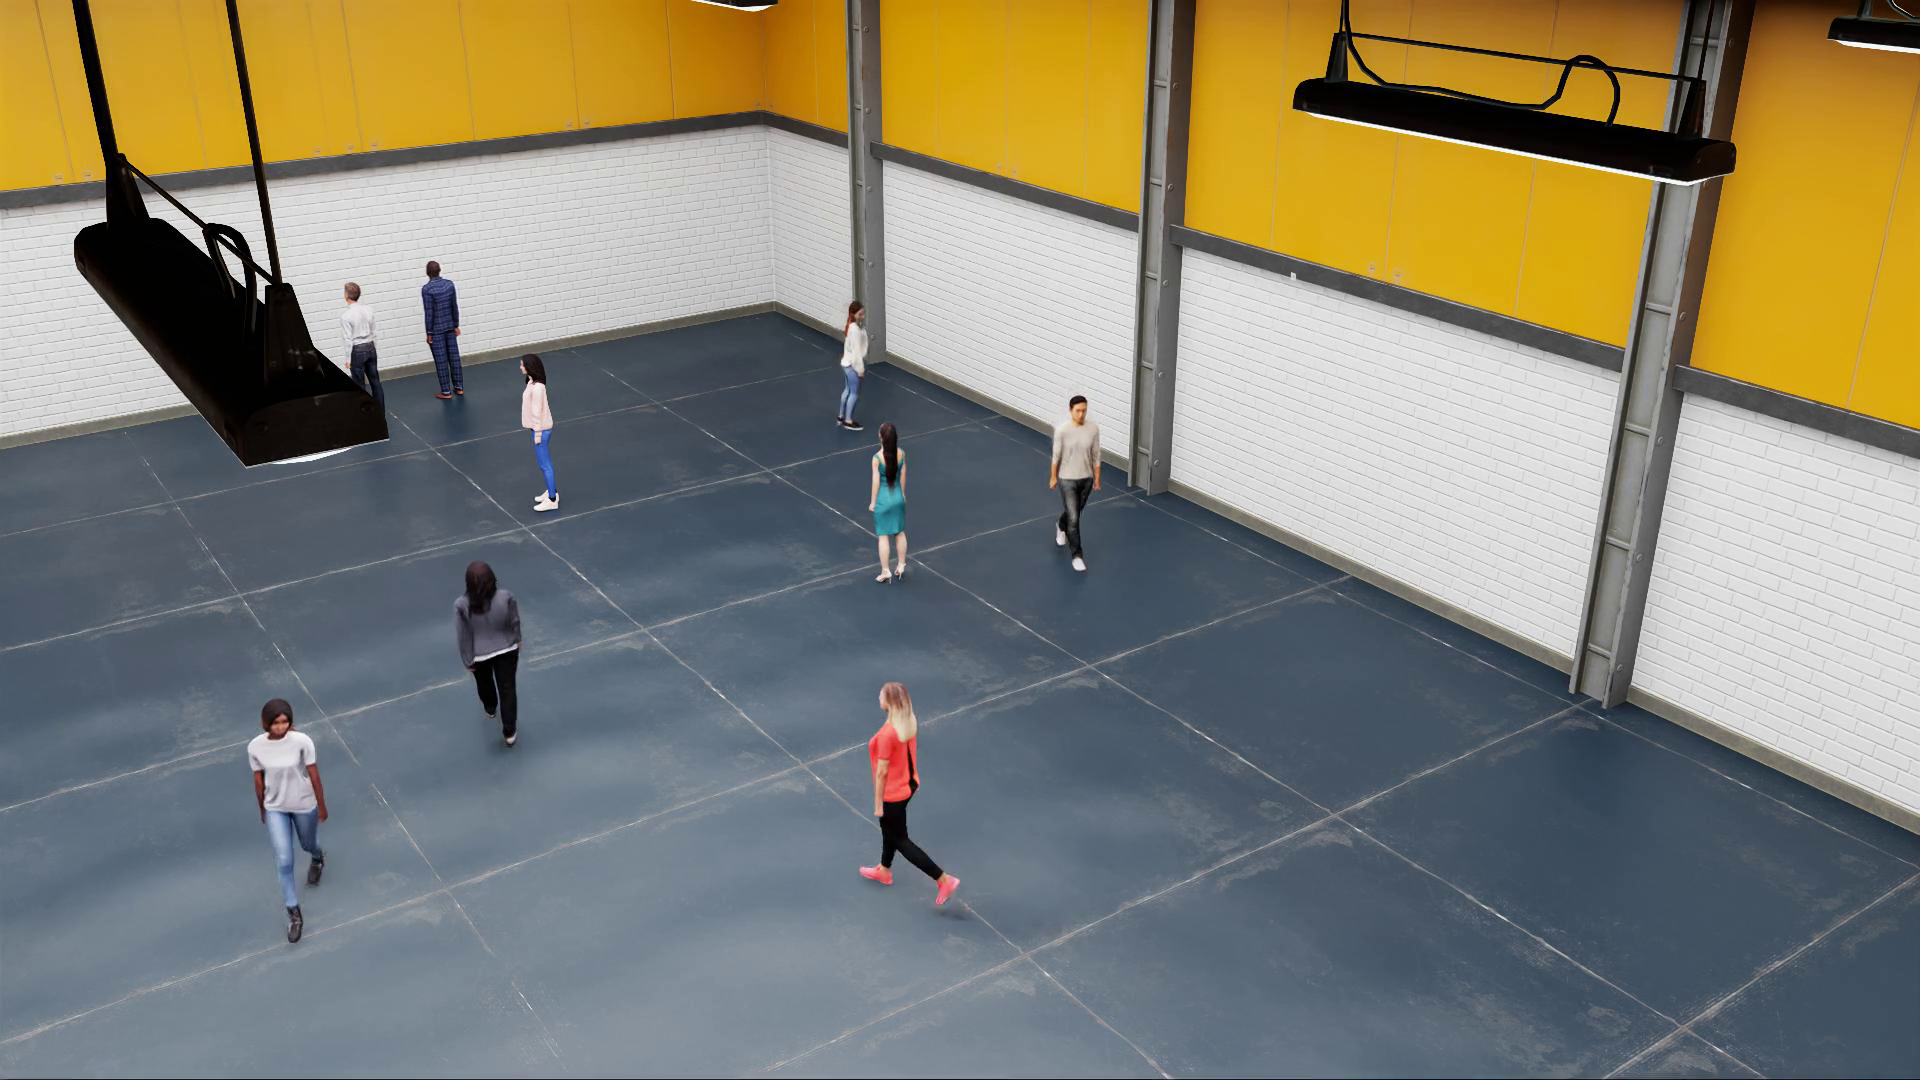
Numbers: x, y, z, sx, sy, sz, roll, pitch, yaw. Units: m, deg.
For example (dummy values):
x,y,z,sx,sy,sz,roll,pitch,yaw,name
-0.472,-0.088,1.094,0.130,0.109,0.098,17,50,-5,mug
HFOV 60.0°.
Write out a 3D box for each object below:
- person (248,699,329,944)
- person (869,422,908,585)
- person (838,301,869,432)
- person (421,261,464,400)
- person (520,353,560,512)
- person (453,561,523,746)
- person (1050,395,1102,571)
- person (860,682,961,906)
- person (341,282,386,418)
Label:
x,y,z,sx,sy,sz,roll,pitch,yaw,name
-4.587,1.819,11.464,0.885,1.686,1.198,-5,24,-11,person
-0.701,-0.374,16.481,0.553,1.685,0.485,-15,28,-30,person
-1.359,-2.164,20.605,0.943,1.662,0.782,-8,25,-17,person
-6.796,-2.766,21.780,0.698,1.823,0.742,18,29,35,person
-4.601,-1.201,18.270,0.776,1.767,0.619,-5,24,-12,person
-3.821,0.945,13.622,0.888,1.559,1.145,-7,25,-15,person
1.154,-0.654,17.012,0.930,1.773,1.255,-7,24,-15,person
-0.354,1.784,11.564,1.167,1.669,0.947,11,26,23,person
-7.486,-2.338,20.805,0.710,1.820,0.729,14,27,28,person
